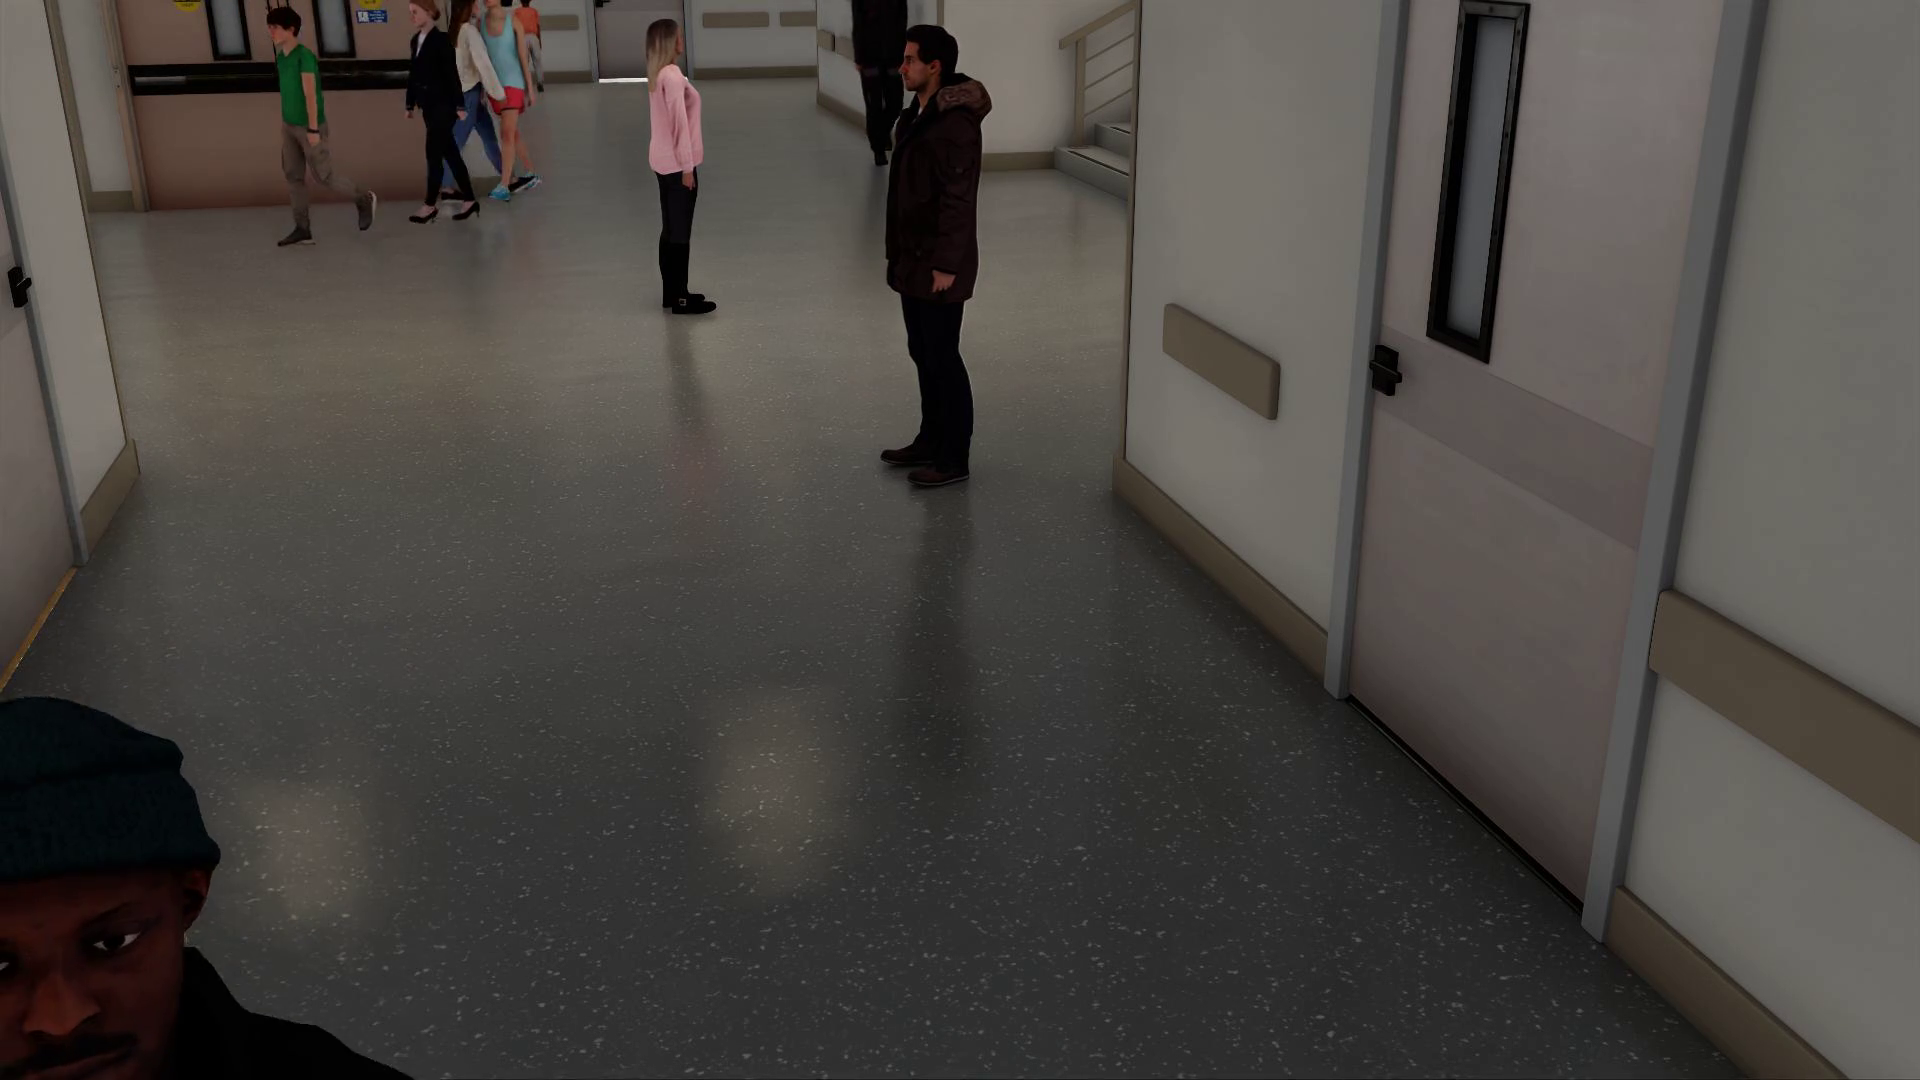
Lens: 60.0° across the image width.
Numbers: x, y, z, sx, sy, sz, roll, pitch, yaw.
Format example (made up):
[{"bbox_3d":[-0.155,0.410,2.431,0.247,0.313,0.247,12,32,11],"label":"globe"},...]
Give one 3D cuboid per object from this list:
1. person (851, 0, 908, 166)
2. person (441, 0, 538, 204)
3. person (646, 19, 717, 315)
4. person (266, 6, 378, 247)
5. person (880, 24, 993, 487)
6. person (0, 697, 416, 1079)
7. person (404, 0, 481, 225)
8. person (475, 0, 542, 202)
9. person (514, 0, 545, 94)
[{"bbox_3d":[-0.769,-4.521,15.589,0.775,1.930,0.749,-6,21,-14],"label":"person"},{"bbox_3d":[-4.024,-3.502,13.296,1.095,1.649,0.799,-10,23,-24],"label":"person"},{"bbox_3d":[-1.689,-2.194,9.787,0.566,1.687,0.617,-8,22,-20],"label":"person"},{"bbox_3d":[-4.549,-2.888,11.771,0.959,1.580,1.055,14,25,32],"label":"person"},{"bbox_3d":[-0.107,-1.156,6.821,0.708,1.847,0.784,-8,22,-20],"label":"person"},{"bbox_3d":[-0.650,0.938,1.391,1.185,1.777,0.828,-8,22,-21],"label":"person"},{"bbox_3d":[-3.847,-3.225,12.549,0.915,1.660,1.020,17,27,38],"label":"person"},{"bbox_3d":[-3.683,-3.640,13.573,1.215,1.710,1.010,3,21,8],"label":"person"},{"bbox_3d":[-5.662,-6.556,21.841,0.391,1.308,0.524,-6,21,-15],"label":"person"}]
